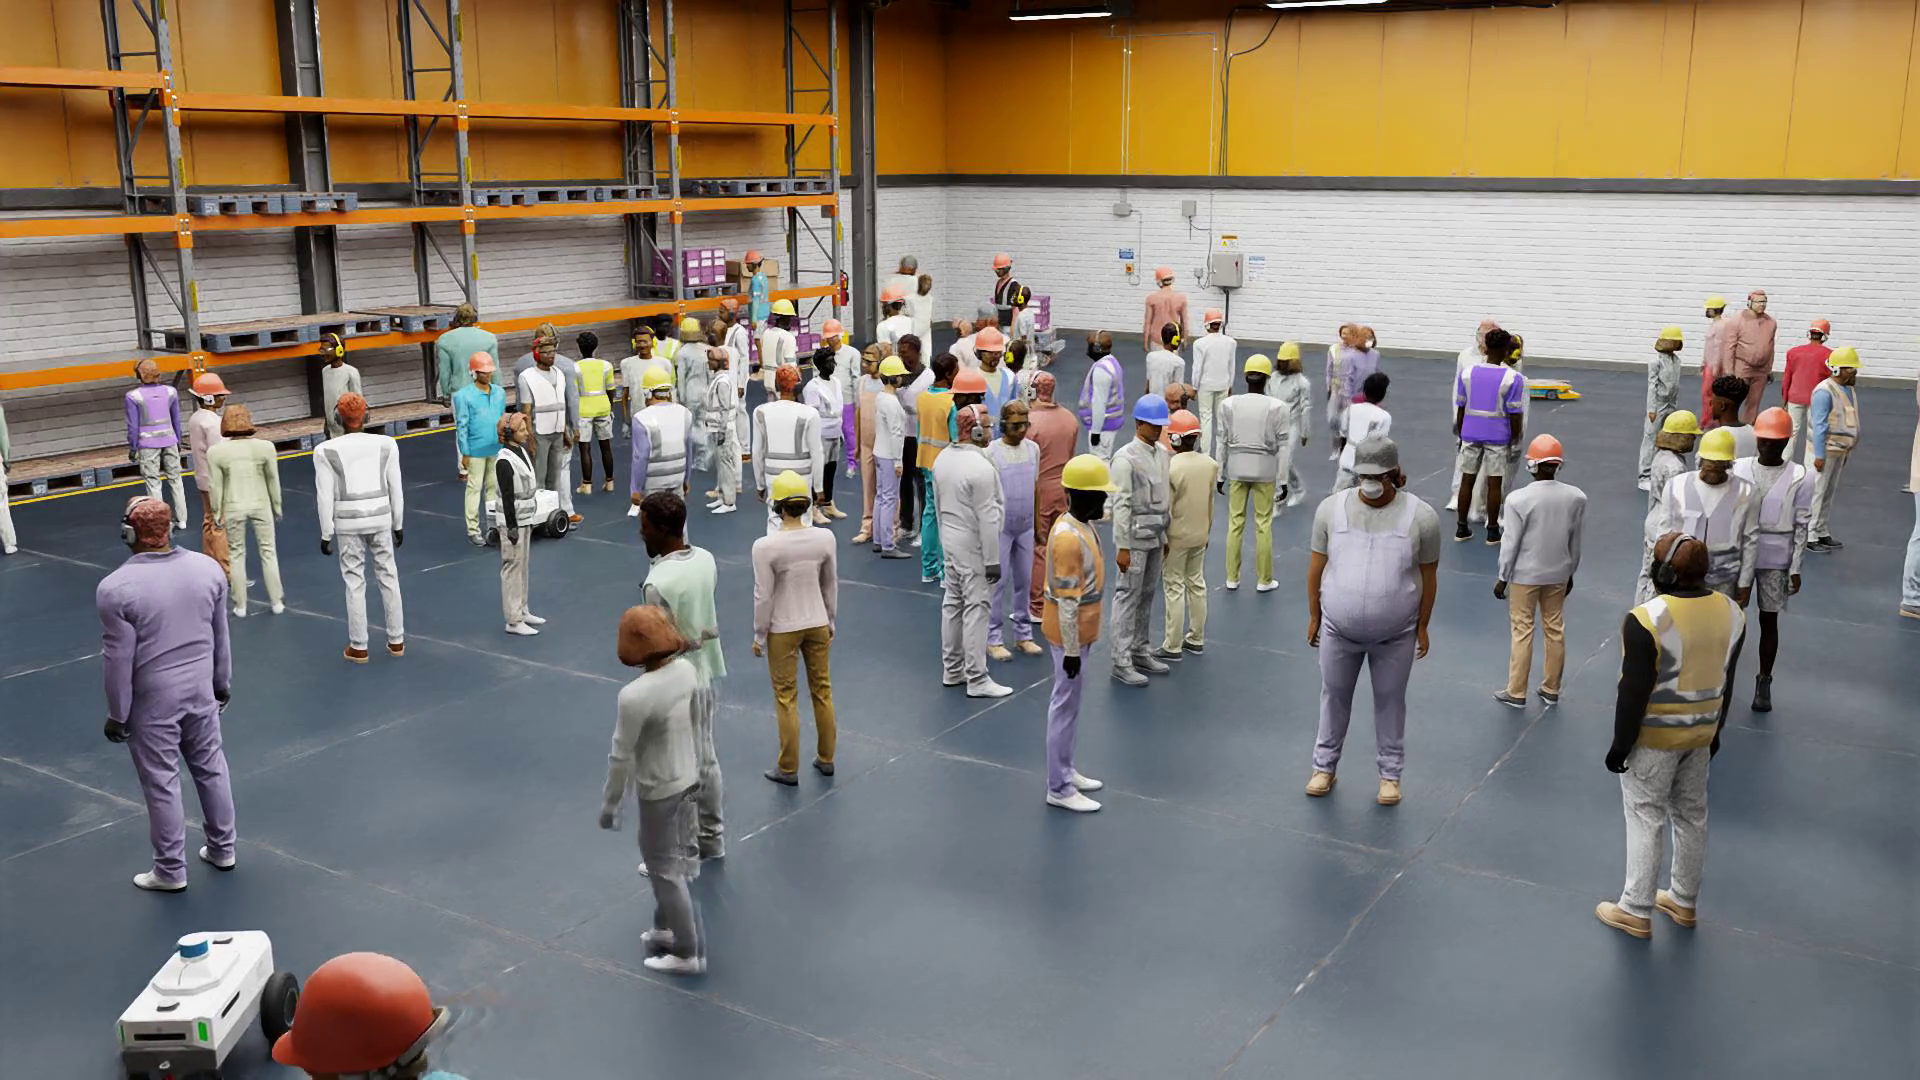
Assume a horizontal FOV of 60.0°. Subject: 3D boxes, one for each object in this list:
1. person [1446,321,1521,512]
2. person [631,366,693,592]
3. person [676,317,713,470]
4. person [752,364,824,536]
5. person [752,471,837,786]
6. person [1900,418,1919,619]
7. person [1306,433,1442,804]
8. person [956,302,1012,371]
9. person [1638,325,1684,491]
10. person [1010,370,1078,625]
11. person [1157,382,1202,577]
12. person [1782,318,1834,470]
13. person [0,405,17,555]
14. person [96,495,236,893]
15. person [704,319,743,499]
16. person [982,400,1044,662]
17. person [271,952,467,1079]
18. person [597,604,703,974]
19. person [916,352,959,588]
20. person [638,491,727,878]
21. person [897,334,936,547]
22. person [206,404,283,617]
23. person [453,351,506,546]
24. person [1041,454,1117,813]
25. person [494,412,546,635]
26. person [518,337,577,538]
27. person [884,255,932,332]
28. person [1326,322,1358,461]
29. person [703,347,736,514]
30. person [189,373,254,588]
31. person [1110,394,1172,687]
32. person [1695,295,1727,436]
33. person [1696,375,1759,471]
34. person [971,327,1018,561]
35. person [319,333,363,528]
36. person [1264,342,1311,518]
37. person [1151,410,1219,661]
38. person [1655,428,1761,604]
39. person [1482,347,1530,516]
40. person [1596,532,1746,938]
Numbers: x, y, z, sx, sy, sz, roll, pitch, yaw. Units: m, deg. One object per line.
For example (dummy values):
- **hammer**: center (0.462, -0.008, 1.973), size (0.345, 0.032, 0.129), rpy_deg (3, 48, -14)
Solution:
- **person**: center (5.105, -1.188, 16.341), size (0.652, 1.885, 0.726), rpy_deg (9, 16, 33)
- **person**: center (-2.408, -0.483, 13.358), size (0.404, 1.830, 0.602), rpy_deg (10, 16, 37)
- **person**: center (-2.912, -1.608, 18.480), size (0.497, 1.726, 0.498), rpy_deg (-13, 18, -43)
- **person**: center (-1.336, -0.434, 13.032), size (0.577, 1.882, 0.349), rpy_deg (4, 14, 18)
- **person**: center (-0.926, 0.489, 9.285), size (0.528, 1.767, 0.330), rpy_deg (-9, 16, -33)
- **person**: center (7.414, -0.398, 12.626), size (0.375, 1.997, 0.608), rpy_deg (8, 15, 32)
- **person**: center (2.199, 0.427, 8.956), size (0.688, 2.000, 0.536), rpy_deg (5, 14, 20)
- **person**: center (0.315, -1.526, 17.426), size (0.700, 2.000, 1.034), rpy_deg (1, 13, 6)
- **person**: center (7.390, -1.388, 17.475), size (0.487, 1.745, 0.290), rpy_deg (-9, 16, -35)
- **person**: center (0.597, -0.322, 12.497), size (0.403, 1.906, 0.652), rpy_deg (11, 17, 40)
- **person**: center (1.797, -0.494, 13.835), size (0.307, 1.637, 0.513), rpy_deg (-11, 17, -40)
- **person**: center (9.303, -1.552, 18.205), size (0.573, 1.738, 0.352), rpy_deg (10, 16, 36)
- **person**: center (-8.554, -0.650, 14.499), size (0.513, 1.642, 0.313), rpy_deg (-9, 16, -35)
- **person**: center (-3.792, 0.729, 7.939), size (0.404, 1.906, 0.652), rpy_deg (7, 15, 29)
- **person**: center (-2.438, -1.337, 17.033), size (0.326, 1.843, 0.516), rpy_deg (6, 14, 23)
- **person**: center (0.354, -0.066, 11.562), size (0.511, 1.832, 0.357), rpy_deg (-9, 16, -33)
- **person**: center (-1.072, 1.751, 3.357), size (0.482, 1.979, 0.616), rpy_deg (-1, 13, -5)
- **person**: center (-1.329, 1.068, 7.112), size (0.533, 1.610, 0.519), rpy_deg (5, 14, 19)
- **person**: center (-0.144, -0.567, 13.535), size (0.392, 1.919, 0.591), rpy_deg (-9, 16, -35)
- **person**: center (-1.349, 0.702, 8.061), size (0.396, 1.911, 0.588), rpy_deg (4, 14, 16)
- **person**: center (-0.413, -0.904, 15.049), size (0.630, 1.918, 0.417), rpy_deg (9, 16, 34)
- **person**: center (-5.433, -0.217, 12.665), size (0.504, 1.628, 0.278), rpy_deg (-5, 14, -22)
- **person**: center (-4.292, -0.838, 15.069), size (0.341, 1.752, 0.563), rpy_deg (8, 15, 33)
- **person**: center (0.635, 0.486, 8.946), size (0.388, 1.926, 0.590), rpy_deg (2, 13, 9)
- **person**: center (-3.257, -0.125, 12.228), size (0.306, 1.640, 0.522), rpy_deg (-1, 13, -3)
- **person**: center (-3.837, -0.962, 15.406), size (0.390, 1.846, 0.563), rpy_deg (6, 14, 25)
- **person**: center (-0.746, -3.325, 25.230), size (0.700, 2.000, 0.873), rpy_deg (9, 16, 34)
- **person**: center (4.399, -1.667, 18.952), size (0.522, 1.626, 0.383), rpy_deg (9, 16, 33)
- **person**: center (-2.357, -1.084, 16.382), size (0.306, 1.641, 0.522), rpy_deg (-4, 13, -15)
- **person**: center (-6.035, -0.482, 13.523), size (0.325, 1.752, 0.563), rpy_deg (-11, 17, -39)
- **person**: center (1.215, -0.010, 11.059), size (0.395, 1.943, 0.614), rpy_deg (9, 16, 34)
- **person**: center (9.450, -2.196, 20.956), size (0.366, 1.757, 0.561), rpy_deg (3, 13, 14)
- **person**: center (5.378, -0.187, 11.786), size (0.613, 1.962, 0.361), rpy_deg (-10, 17, -38)
- **person**: center (0.250, -0.808, 14.305), size (0.608, 2.044, 0.370), rpy_deg (-8, 15, -32)
- **person**: center (-5.775, -1.009, 15.558), size (0.528, 1.869, 0.313), rpy_deg (8, 15, 32)
- **person**: center (3.229, -1.108, 16.344), size (0.853, 1.707, 0.491), rpy_deg (-12, 18, -42)
- **person**: center (1.535, -0.034, 11.581), size (0.564, 1.751, 0.330), rpy_deg (-11, 17, -40)
- **person**: center (4.675, 0.194, 10.454), size (0.593, 1.825, 0.404), rpy_deg (6, 14, 26)
- **person**: center (5.279, -1.082, 16.168), size (0.569, 1.731, 0.390), rpy_deg (12, 18, 42)
- **person**: center (3.162, 0.869, 7.468), size (0.634, 1.844, 0.429), rpy_deg (-5, 14, -21)
